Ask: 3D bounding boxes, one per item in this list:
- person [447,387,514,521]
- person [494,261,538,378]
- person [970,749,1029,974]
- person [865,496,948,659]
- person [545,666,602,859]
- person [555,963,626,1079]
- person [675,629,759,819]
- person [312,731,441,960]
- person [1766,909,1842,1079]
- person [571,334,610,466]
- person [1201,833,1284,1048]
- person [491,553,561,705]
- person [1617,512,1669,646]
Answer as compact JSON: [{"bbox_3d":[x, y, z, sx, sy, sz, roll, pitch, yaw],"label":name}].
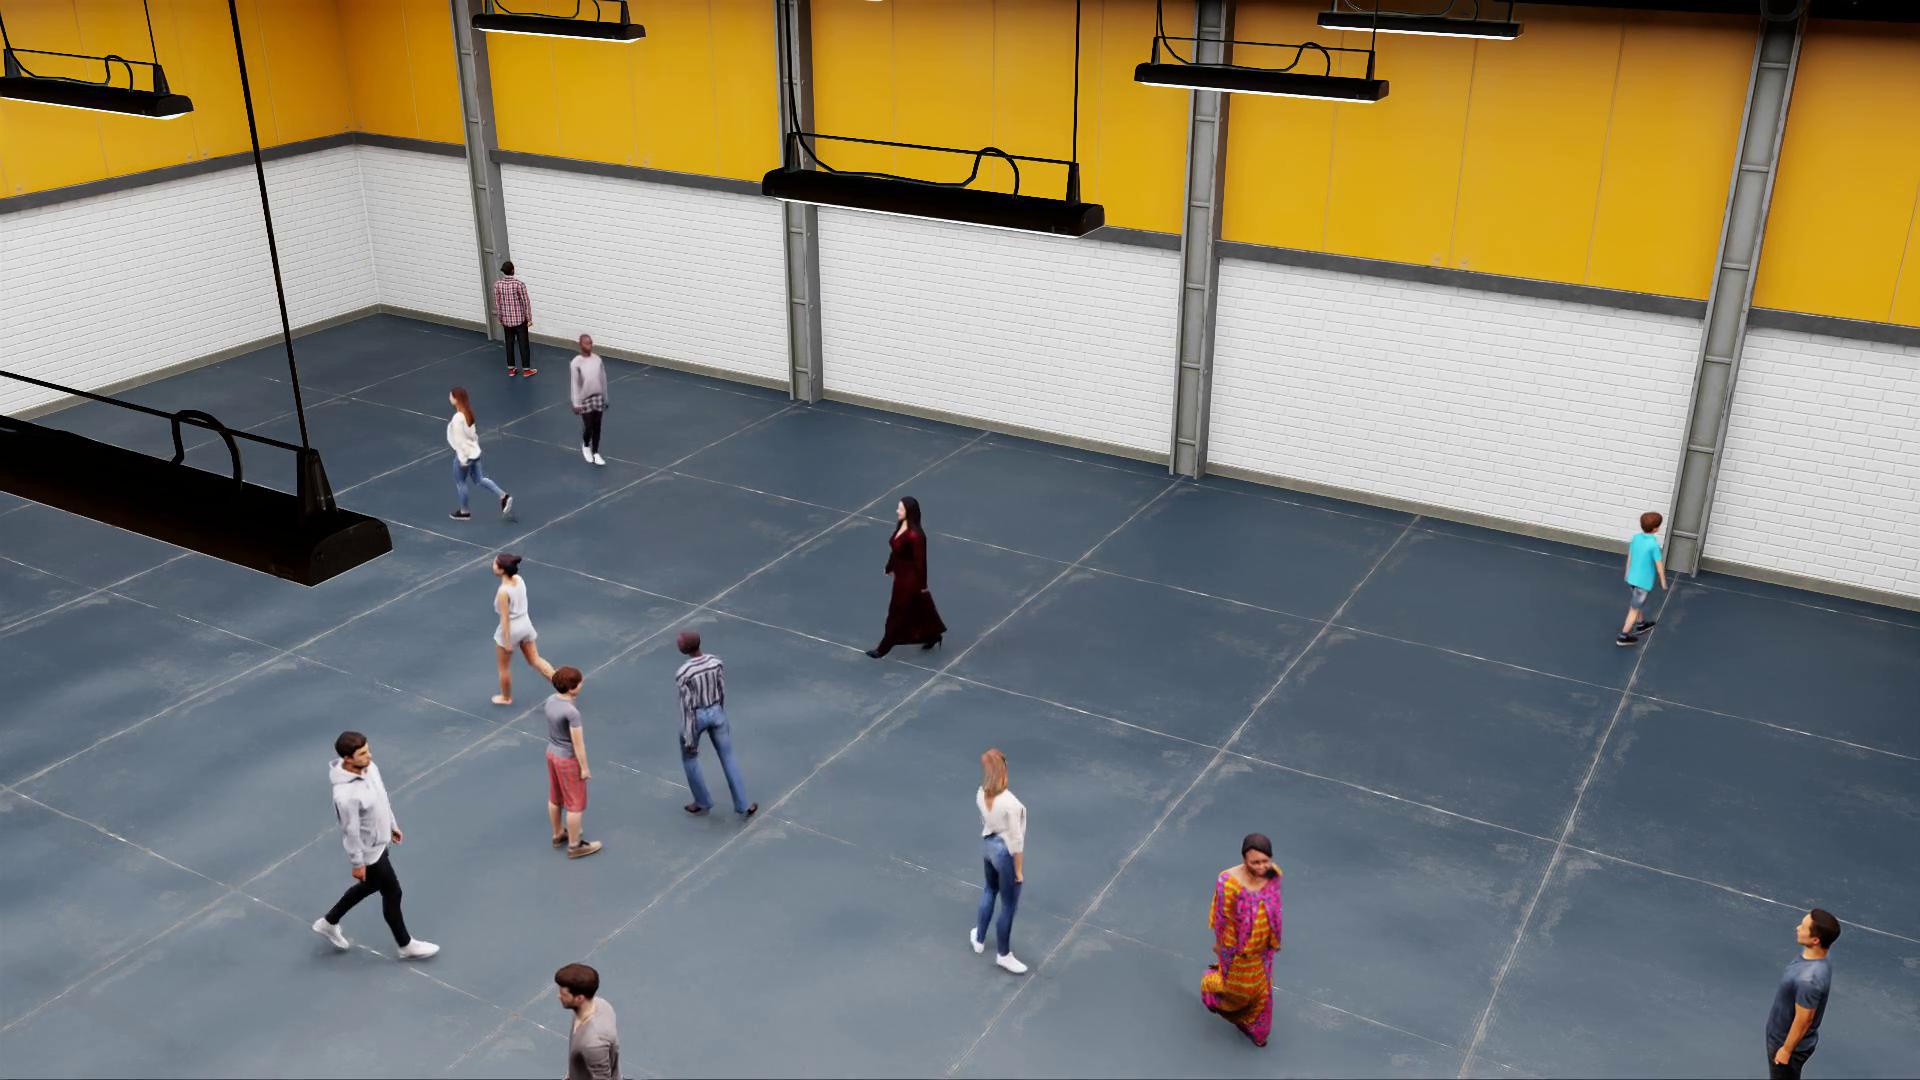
[{"bbox_3d":[-5.781,-0.999,19.795,1.118,1.668,0.892,3,24,6],"label":"person"},{"bbox_3d":[-6.710,-3.338,25.030,0.666,1.761,0.835,3,24,7],"label":"person"},{"bbox_3d":[0.313,2.352,12.080,0.889,1.708,0.710,-8,25,-17],"label":"person"},{"bbox_3d":[-0.404,0.375,16.594,1.183,1.716,1.119,-6,24,-13],"label":"person"},{"bbox_3d":[-3.201,1.784,13.464,0.713,1.641,0.599,-19,30,-37],"label":"person"},{"bbox_3d":[-2.005,3.281,9.760,1.261,1.864,1.176,-5,24,-12],"label":"person"},{"bbox_3d":[-2.070,1.571,13.804,0.912,1.758,0.898,-14,27,-29],"label":"person"},{"bbox_3d":[-4.399,2.230,12.119,1.261,1.900,1.101,-2,24,-4],"label":"person"},{"bbox_3d":[5.179,3.065,10.322,0.526,1.810,0.656,12,26,26],"label":"person"},{"bbox_3d":[-4.846,-1.835,21.591,0.732,1.762,0.747,-20,30,-38],"label":"person"},{"bbox_3d":[1.947,2.679,11.396,0.885,1.657,0.981,-11,26,-24],"label":"person"},{"bbox_3d":[-4.106,0.867,15.641,1.029,1.577,0.687,8,25,17],"label":"person"},{"bbox_3d":[6.871,0.403,16.886,0.869,1.431,0.820,-7,25,-16],"label":"person"}]
